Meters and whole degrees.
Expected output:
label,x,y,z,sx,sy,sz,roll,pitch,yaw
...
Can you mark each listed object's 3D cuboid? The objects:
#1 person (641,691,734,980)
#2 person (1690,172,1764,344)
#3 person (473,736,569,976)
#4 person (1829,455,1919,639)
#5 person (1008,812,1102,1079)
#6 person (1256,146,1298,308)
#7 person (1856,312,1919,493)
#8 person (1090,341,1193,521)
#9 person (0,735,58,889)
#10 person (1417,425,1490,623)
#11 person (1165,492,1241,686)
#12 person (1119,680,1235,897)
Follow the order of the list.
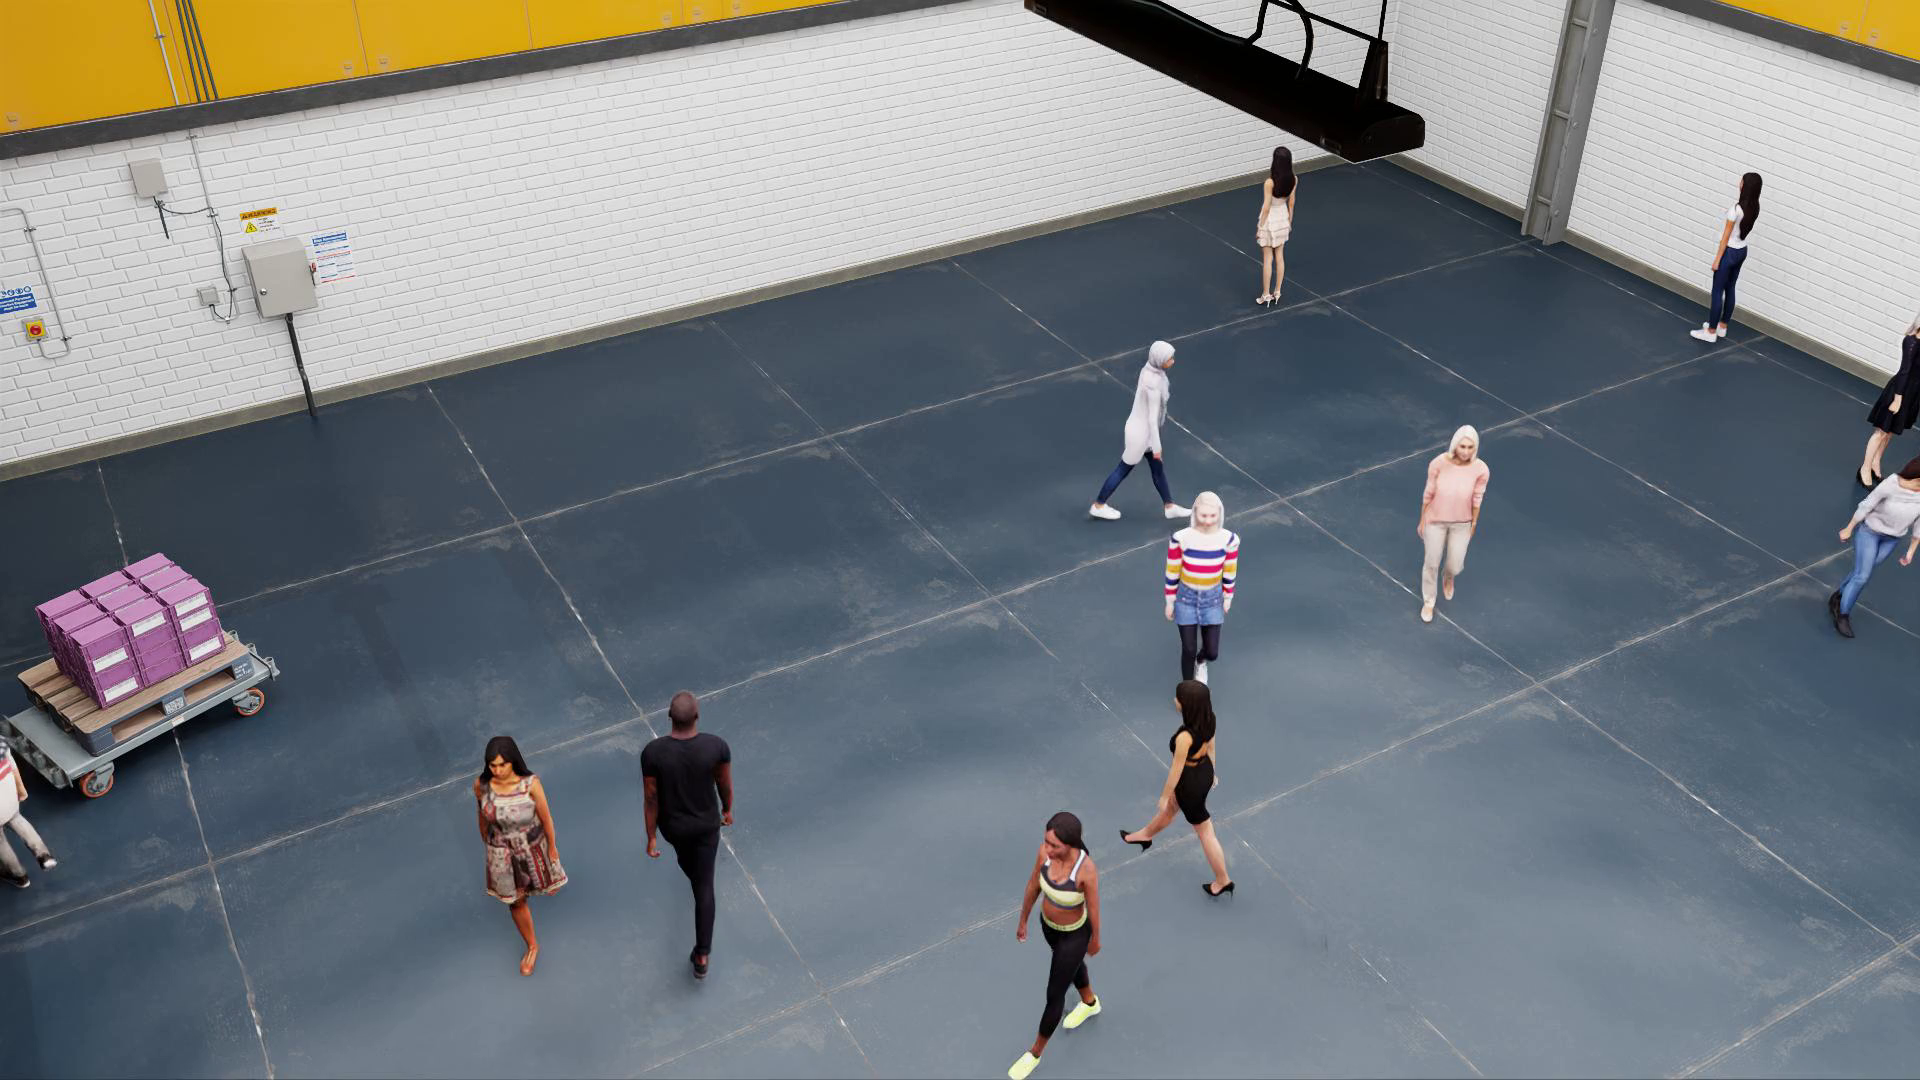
label,x,y,z,sx,sy,sz,roll,pitch,yaw
person,-1.598,1.770,9.842,1.070,1.762,1.367,-3,34,-5
person,7.804,-2.856,16.792,0.606,1.773,0.533,-23,40,-30
person,-2.611,1.781,9.949,0.920,1.626,1.075,1,34,1
person,6.974,-0.028,12.714,0.870,1.579,0.935,7,34,11
person,0.656,2.142,9.324,0.815,1.717,1.026,-28,43,-36
person,3.308,-3.285,17.473,0.585,1.735,0.527,-16,37,-22
person,8.167,-1.245,14.394,0.633,1.746,0.609,-24,41,-32
person,1.415,-0.880,13.858,1.151,1.730,1.140,3,34,4
person,-5.998,1.619,10.368,0.758,1.431,0.684,15,37,22
person,3.763,-0.188,12.830,0.786,1.716,0.845,10,35,14
person,1.700,0.397,11.875,0.829,1.799,0.890,2,34,2
person,1.506,1.582,10.274,1.148,1.598,0.894,20,38,27
